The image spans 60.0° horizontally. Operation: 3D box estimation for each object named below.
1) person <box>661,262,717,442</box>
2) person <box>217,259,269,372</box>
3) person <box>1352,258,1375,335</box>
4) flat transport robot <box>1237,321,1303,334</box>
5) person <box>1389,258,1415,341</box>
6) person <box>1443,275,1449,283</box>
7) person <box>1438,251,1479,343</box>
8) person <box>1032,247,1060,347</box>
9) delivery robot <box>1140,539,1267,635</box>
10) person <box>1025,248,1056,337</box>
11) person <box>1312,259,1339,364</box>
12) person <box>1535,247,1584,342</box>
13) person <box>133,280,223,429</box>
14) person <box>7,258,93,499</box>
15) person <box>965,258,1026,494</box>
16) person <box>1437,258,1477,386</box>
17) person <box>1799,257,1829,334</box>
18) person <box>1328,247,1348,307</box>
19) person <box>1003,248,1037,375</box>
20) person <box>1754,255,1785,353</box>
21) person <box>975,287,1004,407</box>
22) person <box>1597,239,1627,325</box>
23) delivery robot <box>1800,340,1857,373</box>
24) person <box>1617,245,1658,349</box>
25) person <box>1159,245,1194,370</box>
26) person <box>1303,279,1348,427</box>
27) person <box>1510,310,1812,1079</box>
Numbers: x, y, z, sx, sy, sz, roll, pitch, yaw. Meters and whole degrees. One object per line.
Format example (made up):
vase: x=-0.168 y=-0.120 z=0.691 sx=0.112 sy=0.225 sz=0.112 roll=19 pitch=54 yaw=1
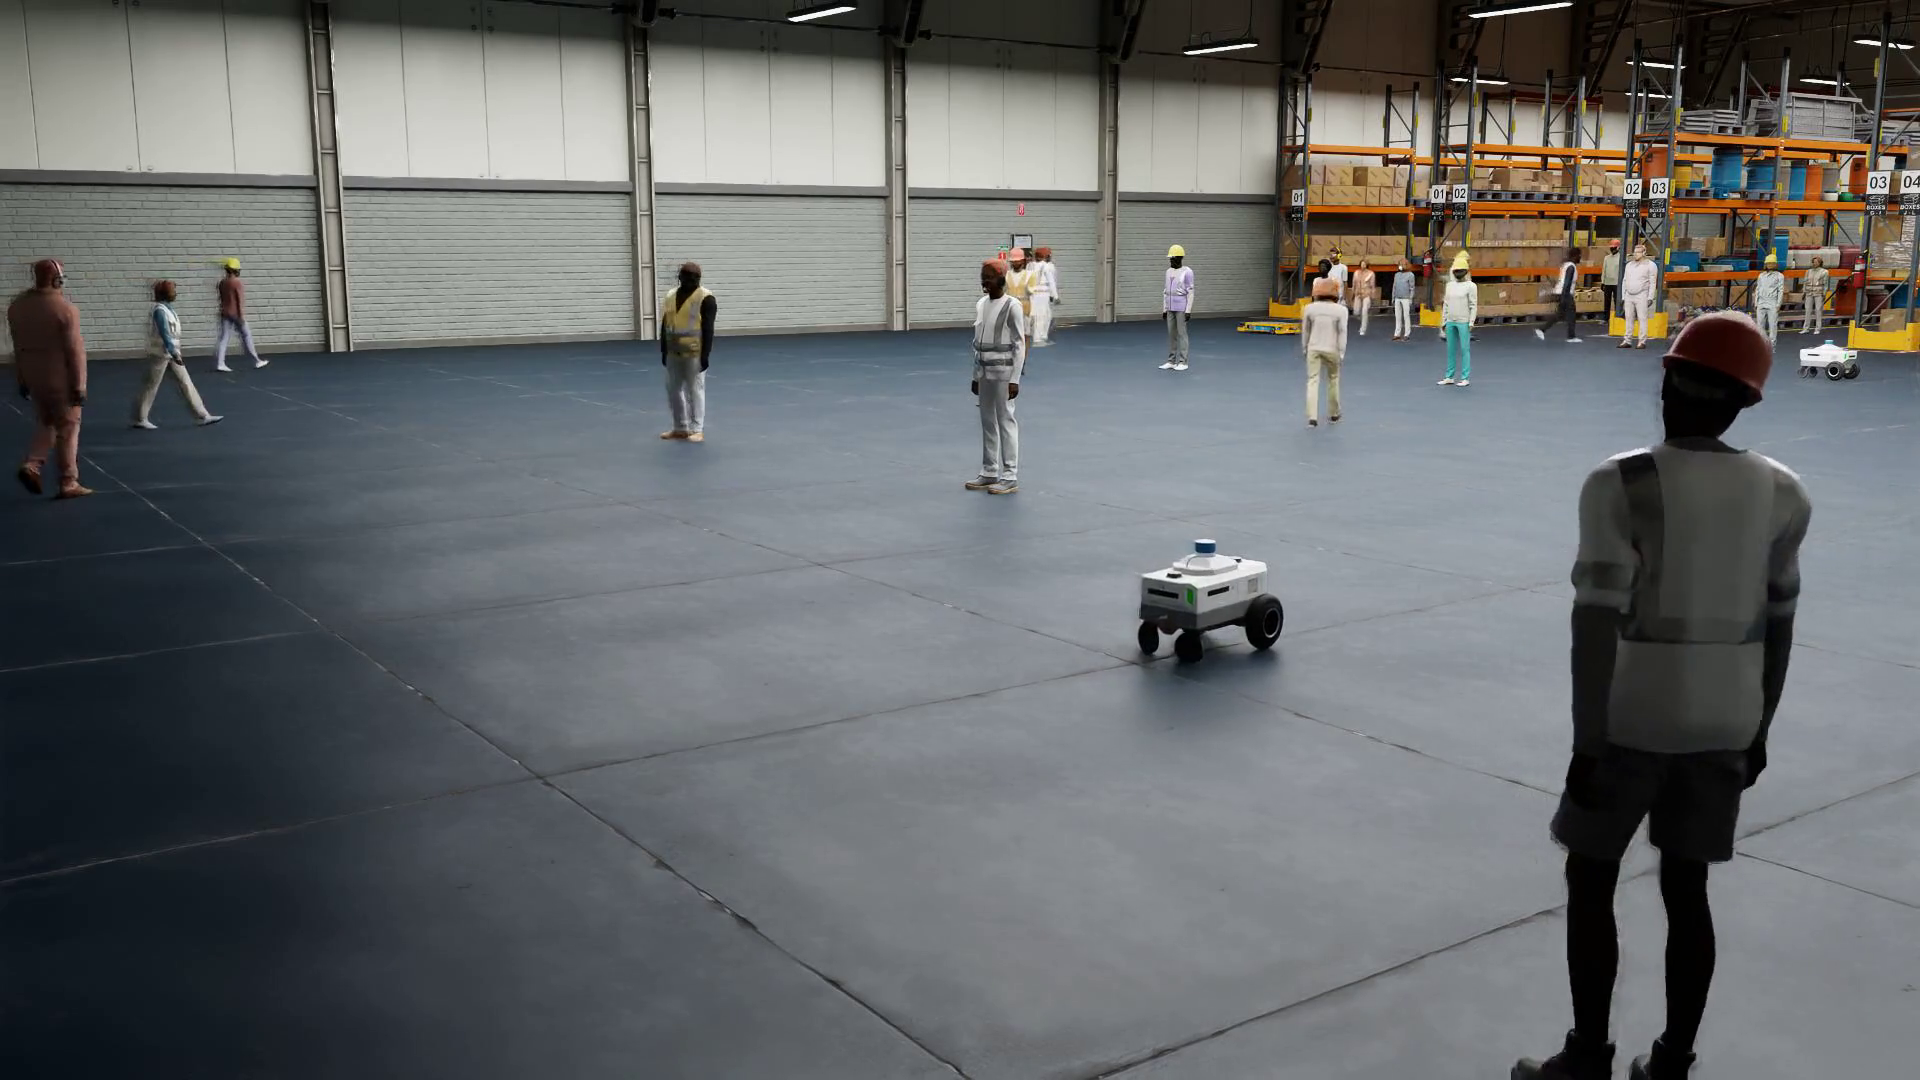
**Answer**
person: x=-2.772 y=-1.875 z=16.710 sx=0.737 sy=1.812 sz=0.429 roll=6 pitch=12 yaw=31
person: x=-11.124 y=-3.453 z=25.555 sx=0.545 sy=1.711 sz=0.898 roll=5 pitch=11 yaw=23
person: x=8.456 y=-5.097 z=34.836 sx=0.541 sy=1.615 sz=0.421 roll=9 pitch=14 yaw=41
flat transport robot: x=6.663 y=-4.540 z=35.502 sx=0.652 sy=0.197 sz=1.431 roll=-7 pitch=13 yaw=-34
person: x=8.767 y=-4.757 z=32.952 sx=0.269 sy=1.632 sz=0.509 roll=-7 pitch=13 yaw=-35
person: x=12.401 y=-6.542 z=41.686 sx=0.495 sy=2.014 sz=0.636 roll=-4 pitch=11 yaw=-19
person: x=9.681 y=-4.699 z=32.243 sx=0.941 sy=1.790 sz=0.597 roll=-2 pitch=11 yaw=-12
person: x=1.613 y=-4.562 z=31.248 sx=0.638 sy=1.861 sz=0.592 roll=-3 pitch=11 yaw=-18
delivery robot: x=1.212 y=0.241 z=8.256 sx=0.477 sy=0.478 sz=0.707 roll=10 pitch=14 yaw=42
person: x=1.575 y=-4.993 z=33.736 sx=0.631 sy=1.824 sz=0.570 roll=5 pitch=11 yaw=23
person: x=5.925 y=-3.726 z=27.127 sx=0.316 sy=1.696 sz=0.542 roll=-7 pitch=13 yaw=-35
person: x=11.811 y=-4.813 z=32.637 sx=0.856 sy=1.875 sz=0.636 roll=2 pitch=11 yaw=10
person: x=-8.498 y=-1.984 z=17.874 sx=0.902 sy=1.587 sz=0.513 roll=-2 pitch=10 yaw=-9
person: x=-7.102 y=-1.249 z=13.013 sx=0.670 sy=1.889 sz=0.463 roll=3 pitch=11 yaw=16
person: x=0.286 y=-1.315 z=13.403 sx=0.342 sy=1.880 sz=0.587 roll=-7 pitch=13 yaw=-35
person: x=6.885 y=-3.009 z=23.010 sx=0.320 sy=1.766 sz=0.535 roll=-7 pitch=13 yaw=-35
person: x=18.102 y=-5.173 z=35.224 sx=0.307 sy=1.637 sz=0.525 roll=-7 pitch=13 yaw=-35
person: x=6.833 y=-4.386 z=30.302 sx=0.339 sy=1.864 sz=0.565 roll=-7 pitch=13 yaw=-35
person: x=0.849 y=-3.353 z=24.548 sx=0.564 sy=1.882 sz=0.975 roll=2 pitch=11 yaw=10
person: x=14.298 y=-4.173 z=29.451 sx=0.310 sy=1.742 sz=0.493 roll=-7 pitch=13 yaw=-35
person: x=0.396 y=-2.398 z=20.021 sx=0.269 sy=1.632 sz=0.509 roll=-7 pitch=13 yaw=-35
person: x=15.171 y=-5.977 z=38.647 sx=0.386 sy=1.992 sz=0.625 roll=-7 pitch=13 yaw=-35
delivery robot: x=12.592 y=-2.655 z=24.132 sx=0.477 sy=0.478 sz=0.707 roll=-7 pitch=13 yaw=-35
person: x=12.481 y=-4.478 z=30.675 sx=0.407 sy=1.906 sz=0.655 roll=-7 pitch=13 yaw=-35
person: x=3.349 y=-3.589 z=25.744 sx=0.371 sy=1.925 sz=0.595 roll=-7 pitch=13 yaw=-35
person: x=3.995 y=-2.044 z=18.187 sx=0.510 sy=1.593 sz=0.828 roll=4 pitch=11 yaw=23
person: x=1.663 y=0.416 z=3.887 sx=0.575 sy=1.889 sz=0.505 roll=-1 pitch=10 yaw=-4
